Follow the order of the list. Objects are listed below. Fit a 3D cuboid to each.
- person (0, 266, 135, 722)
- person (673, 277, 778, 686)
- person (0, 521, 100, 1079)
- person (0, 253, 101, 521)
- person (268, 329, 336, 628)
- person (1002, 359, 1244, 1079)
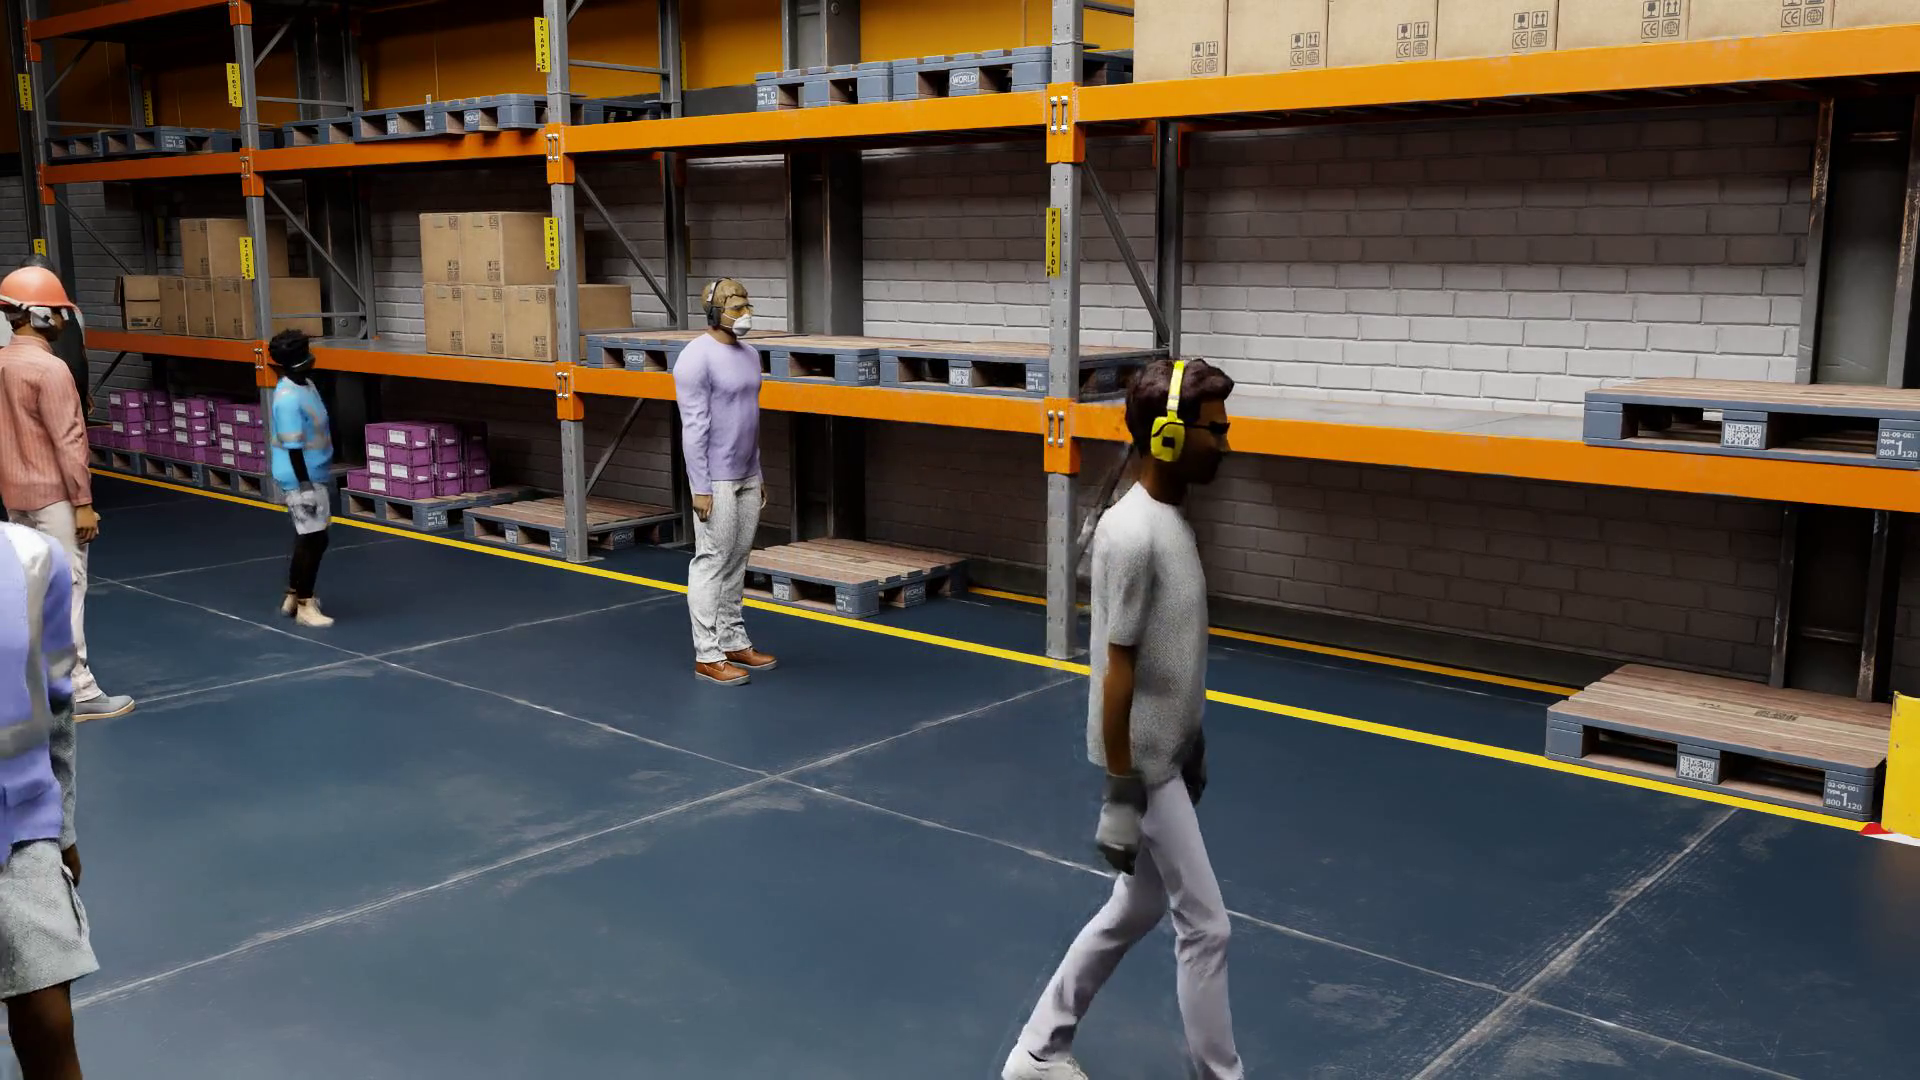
[{"bbox_3d":[-3.996,-0.191,7.303,0.611,1.995,0.377,6,12,33],"label":"person"},{"bbox_3d":[-1.119,-0.286,8.001,0.371,1.940,0.630,4,11,20],"label":"person"},{"bbox_3d":[-2.020,0.573,3.276,0.991,1.894,0.560,8,13,39],"label":"person"},{"bbox_3d":[-6.777,-1.113,12.416,0.539,2.000,0.688,6,12,32],"label":"person"},{"bbox_3d":[-3.608,-0.333,9.113,0.358,1.646,0.678,-3,10,-15],"label":"person"},{"bbox_3d":[0.464,0.502,3.815,0.801,1.841,0.544,3,10,15],"label":"person"}]
